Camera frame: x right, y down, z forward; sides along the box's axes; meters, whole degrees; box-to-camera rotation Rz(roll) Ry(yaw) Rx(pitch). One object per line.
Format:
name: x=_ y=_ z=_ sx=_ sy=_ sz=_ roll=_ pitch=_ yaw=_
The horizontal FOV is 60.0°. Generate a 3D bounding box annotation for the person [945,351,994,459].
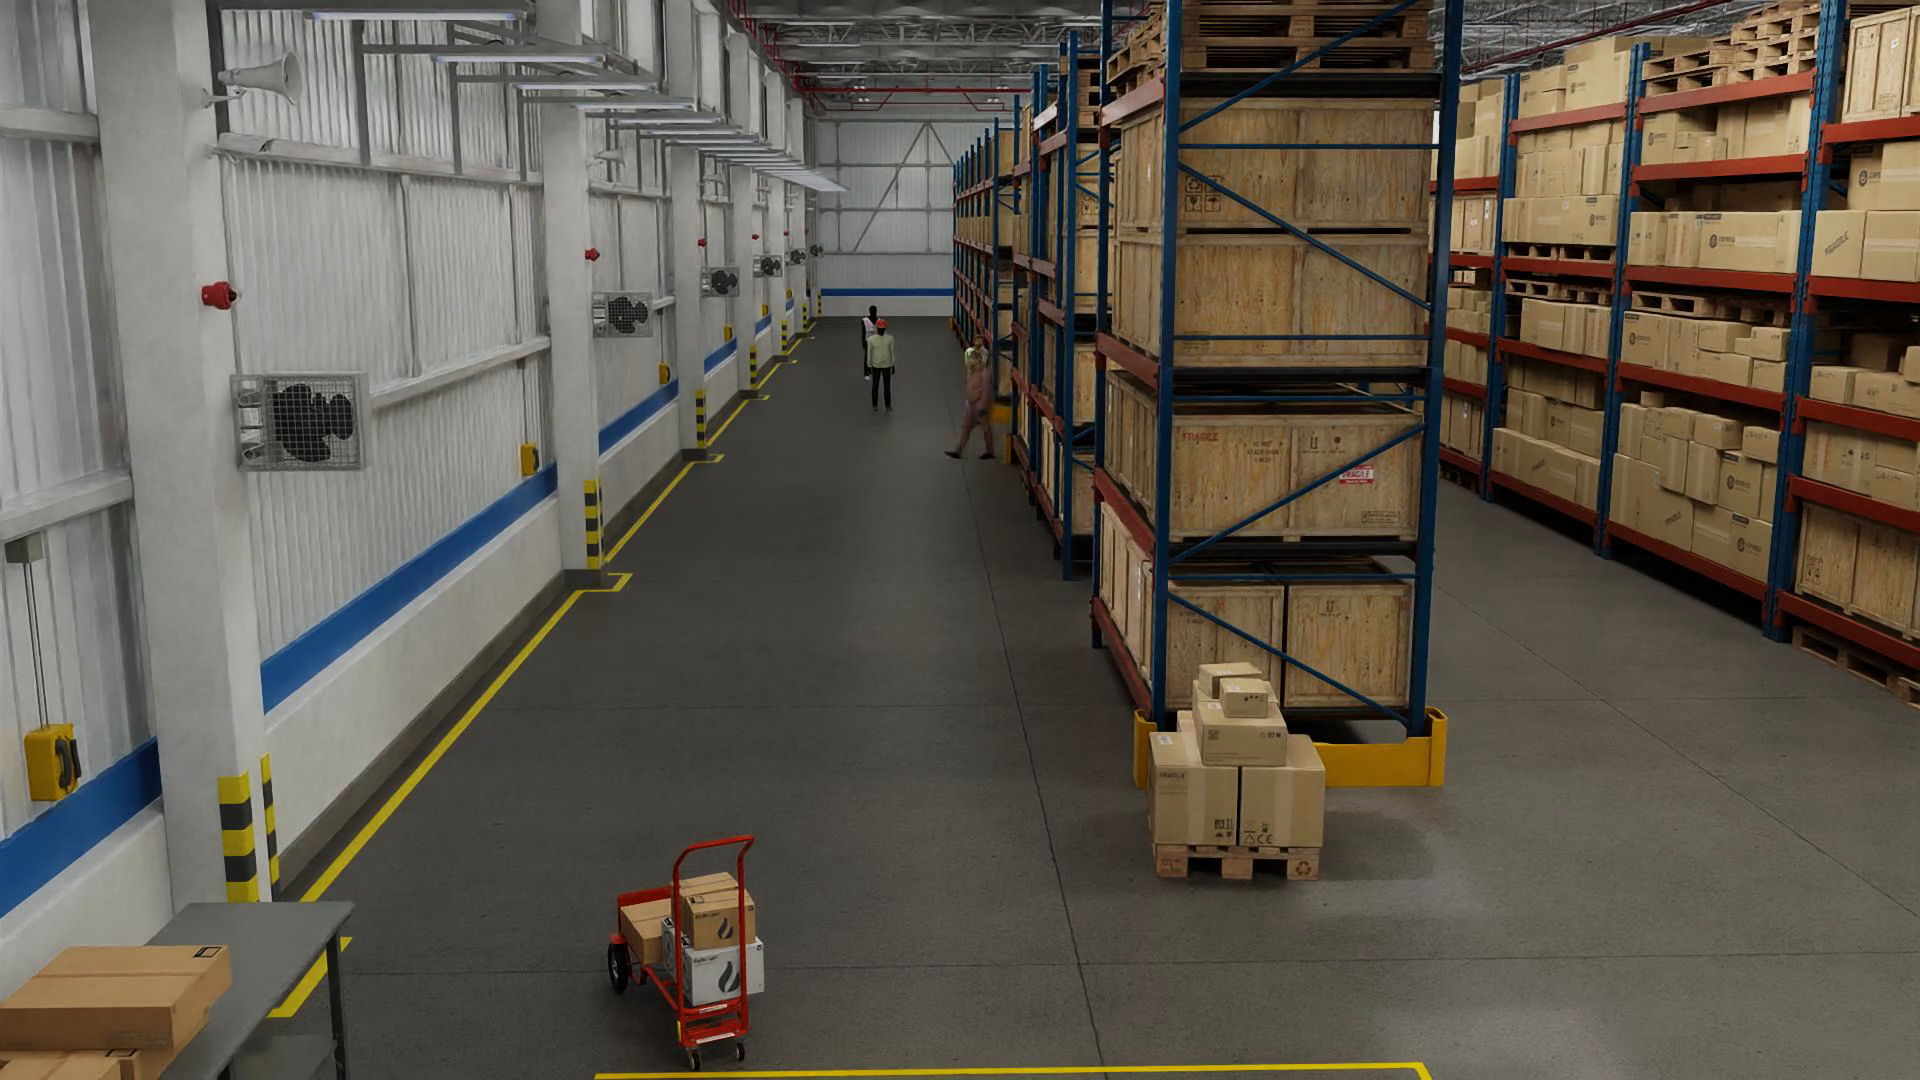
person: x=0.206 y=-2.280 z=28.345 sx=0.951 sy=1.860 sz=0.679 roll=-8 pitch=13 yaw=-34

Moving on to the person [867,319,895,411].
person: x=-1.683 y=-3.752 z=35.710 sx=0.618 sy=1.986 sz=0.407 roll=-3 pitch=11 yaw=-16

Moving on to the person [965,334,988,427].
person: x=0.322 y=-3.194 z=33.171 sx=0.565 sy=1.841 sz=0.387 roll=-9 pitch=14 yaw=-39

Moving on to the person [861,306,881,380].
person: x=-2.258 y=-5.071 z=42.779 sx=0.590 sy=1.910 sz=0.394 roll=-6 pitch=12 yaw=-28
